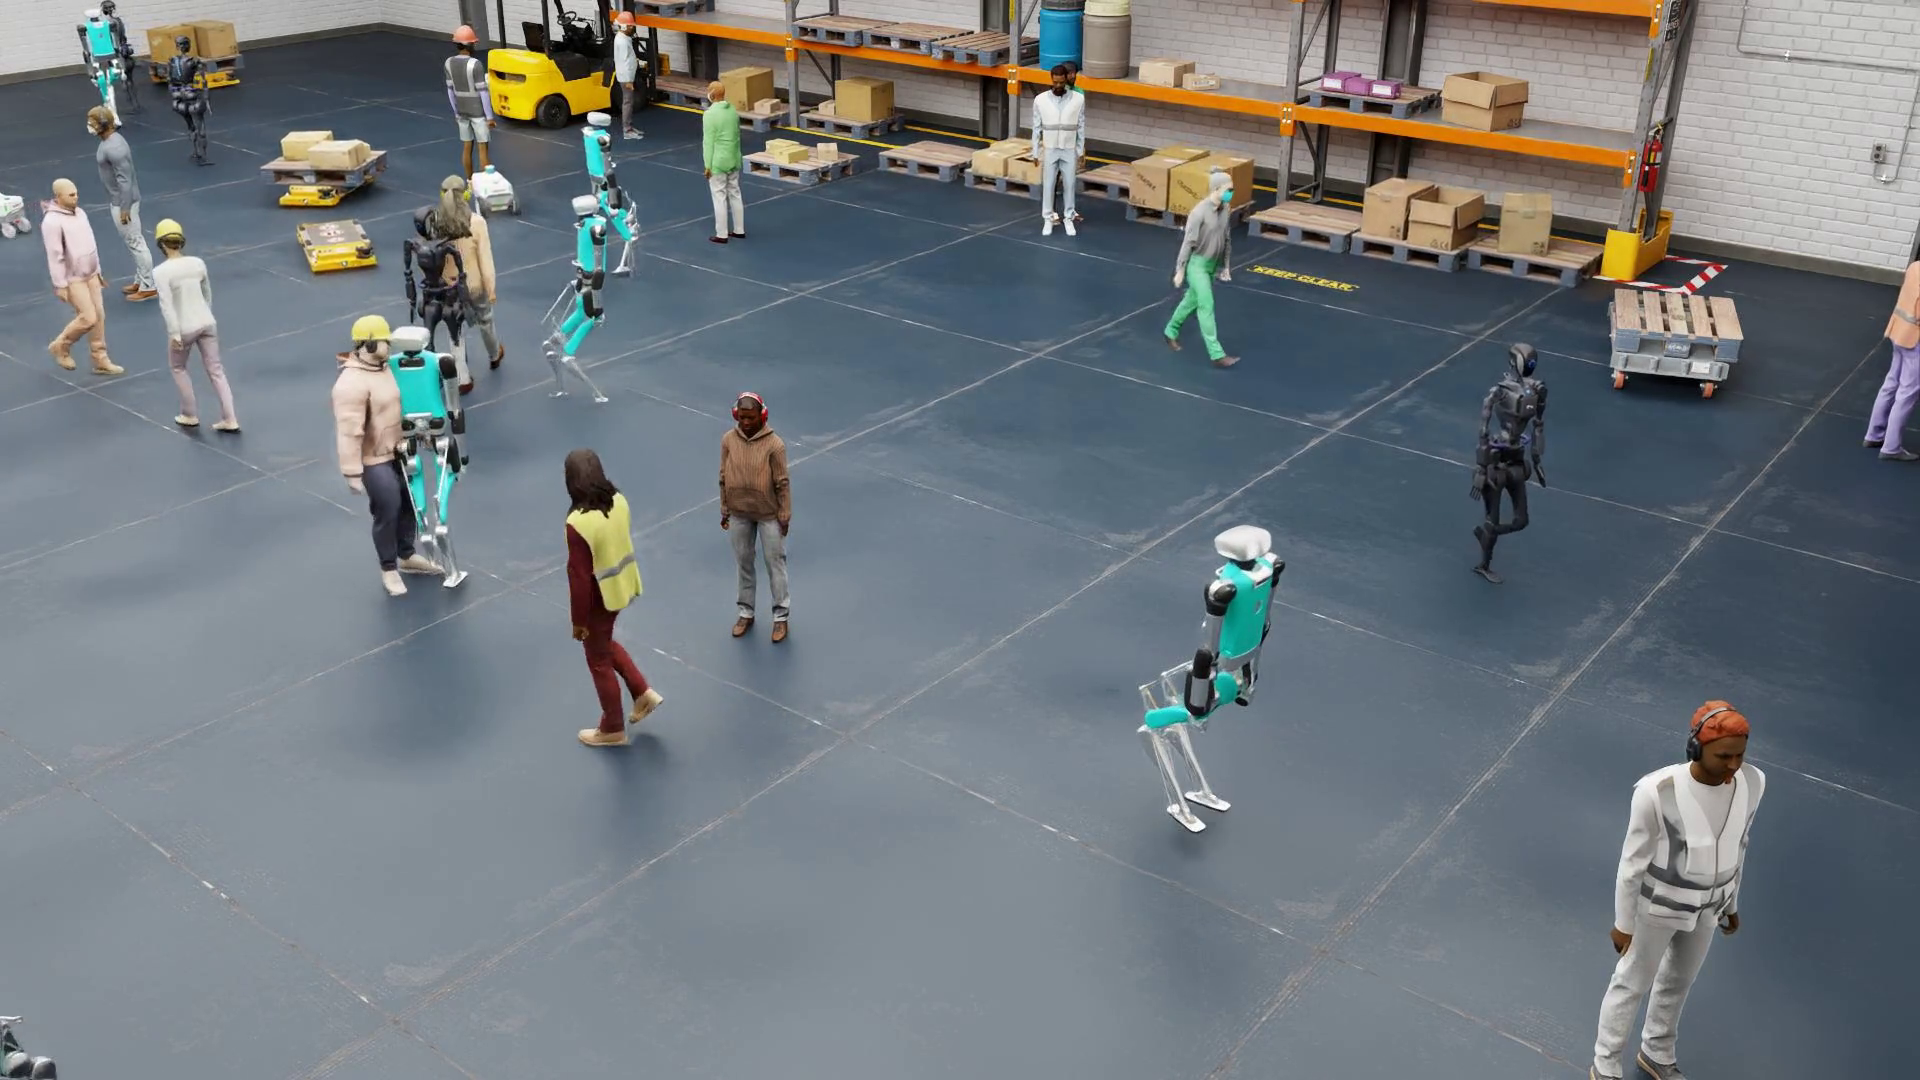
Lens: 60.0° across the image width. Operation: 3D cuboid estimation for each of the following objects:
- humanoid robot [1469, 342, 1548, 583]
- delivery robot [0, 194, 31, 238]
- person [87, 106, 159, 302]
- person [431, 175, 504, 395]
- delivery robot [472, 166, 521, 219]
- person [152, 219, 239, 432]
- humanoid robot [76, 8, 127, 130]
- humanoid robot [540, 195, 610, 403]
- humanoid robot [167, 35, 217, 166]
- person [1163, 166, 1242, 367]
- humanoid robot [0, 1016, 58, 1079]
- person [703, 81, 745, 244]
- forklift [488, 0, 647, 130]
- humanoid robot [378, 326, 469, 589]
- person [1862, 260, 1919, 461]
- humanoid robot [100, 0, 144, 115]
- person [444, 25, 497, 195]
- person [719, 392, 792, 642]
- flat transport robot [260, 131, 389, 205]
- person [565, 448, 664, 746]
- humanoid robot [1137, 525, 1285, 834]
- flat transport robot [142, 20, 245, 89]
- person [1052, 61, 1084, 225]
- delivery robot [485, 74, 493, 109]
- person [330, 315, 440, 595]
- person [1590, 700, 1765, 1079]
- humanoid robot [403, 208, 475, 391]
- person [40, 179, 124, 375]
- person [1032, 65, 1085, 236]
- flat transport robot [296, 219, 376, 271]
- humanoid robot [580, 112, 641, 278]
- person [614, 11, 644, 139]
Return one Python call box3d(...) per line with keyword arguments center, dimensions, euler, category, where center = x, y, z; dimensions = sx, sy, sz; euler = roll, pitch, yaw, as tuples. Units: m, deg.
box3d(center=(3.596, -0.529, 11.044), dimensions=(0.587, 1.641, 0.430), euler=(-13, 29, -25), category="humanoid robot")
box3d(center=(-11.115, -3.747, 19.017), dimensions=(0.793, 0.608, 0.499), euler=(4, 26, 8), category="delivery robot")
box3d(center=(-8.358, -3.354, 16.598), dimensions=(0.358, 1.936, 0.637), euler=(-14, 29, -26), category="person")
box3d(center=(-4.295, -2.256, 14.454), dimensions=(0.574, 1.826, 0.965), euler=(-1, 26, -2), category="person")
box3d(center=(-5.567, -4.142, 19.841), dimensions=(0.499, 0.614, 0.812), euler=(-12, 28, -24), category="delivery robot")
box3d(center=(-6.211, -1.714, 13.438), dimensions=(0.705, 1.718, 0.542), euler=(14, 29, 26), category="person")
box3d(center=(-12.249, -6.715, 23.778), dimensions=(0.555, 1.735, 1.008), euler=(-21, 33, -37), category="humanoid robot")
box3d(center=(-3.318, -1.961, 13.994), dimensions=(0.799, 1.804, 0.530), euler=(-12, 28, -24), category="humanoid robot")
box3d(center=(-10.207, -5.811, 21.984), dimensions=(0.609, 1.641, 0.474), euler=(4, 26, 9), category="humanoid robot")
box3d(center=(2.177, -2.485, 14.967), dimensions=(0.967, 1.801, 0.560), euler=(22, 33, 38), category="person")
box3d(center=(-3.662, 1.858, 6.063), dimensions=(0.959, 1.733, 0.562), euler=(-16, 30, -30), category="humanoid robot")
box3d(center=(-2.643, -4.209, 18.563), dimensions=(0.388, 1.778, 0.534), euler=(16, 30, 30), category="person")
box3d(center=(-5.874, -7.334, 24.552), dimensions=(1.214, 2.155, 2.313), euler=(19, 32, 34), category="forklift")
box3d(center=(-3.496, -0.447, 10.825), dimensions=(0.546, 1.791, 0.764), euler=(-3, 26, -5), category="humanoid robot")
box3d(center=(7.396, -1.503, 12.884), dimensions=(0.392, 1.840, 0.562), euler=(0, 26, 0), category="person")
box3d(center=(-12.581, -7.228, 24.926), dimensions=(0.364, 1.648, 0.603), euler=(2, 26, 4), category="humanoid robot")
box3d(center=(-5.970, -5.254, 20.414), dimensions=(0.604, 2.045, 0.375), euler=(13, 29, 25), category="person")
box3d(center=(-1.256, -0.156, 10.311), dimensions=(0.462, 1.648, 0.327), euler=(6, 27, 13), category="person")
box3d(center=(-7.882, -4.438, 20.762), dimensions=(0.659, 0.231, 1.431), euler=(2, 26, 4), category="flat transport robot")
box3d(center=(-1.968, 0.331, 9.176), dimensions=(0.456, 1.757, 0.541), euler=(8, 27, 15), category="person")
box3d(center=(1.188, 0.644, 8.395), dimensions=(0.735, 1.677, 0.533), euler=(23, 34, 39), category="humanoid robot")
box3d(center=(-12.564, -7.608, 27.327), dimensions=(1.431, 0.231, 0.659), euler=(16, 30, 30), category="flat transport robot")
box3d(center=(1.217, -4.627, 19.332), dimensions=(0.493, 1.854, 0.397), euler=(-15, 30, -28), category="person")
box3d(center=(-7.381, -6.923, 25.600), dimensions=(0.499, 0.613, 0.803), euler=(2, 26, 3), category="delivery robot")
box3d(center=(-3.817, -0.565, 10.932), dimensions=(0.411, 1.848, 0.867), euler=(8, 27, 17), category="person")
box3d(center=(2.873, 1.477, 6.656), dimensions=(0.582, 1.882, 0.351), euler=(-7, 27, -15), category="person")
box3d(center=(-4.414, -2.037, 14.186), dimensions=(0.595, 1.645, 0.542), euler=(4, 26, 9), category="humanoid robot")
box3d(center=(-7.779, -2.292, 14.591), dimensions=(0.492, 1.762, 0.532), euler=(4, 26, 8), category="person")
box3d(center=(1.112, -4.411, 18.828), dimensions=(0.596, 1.907, 0.410), euler=(-1, 26, -2), category="person")
box3d(center=(-6.879, -3.254, 18.309), dimensions=(0.659, 0.231, 1.431), euler=(-12, 28, -23), category="flat transport robot")
box3d(center=(-3.508, -3.503, 17.268), dimensions=(0.724, 1.907, 0.552), euler=(-17, 31, -31), category="humanoid robot")
box3d(center=(-4.667, -6.544, 23.430), dimensions=(0.352, 1.742, 0.572), euler=(-5, 26, -11), category="person")
